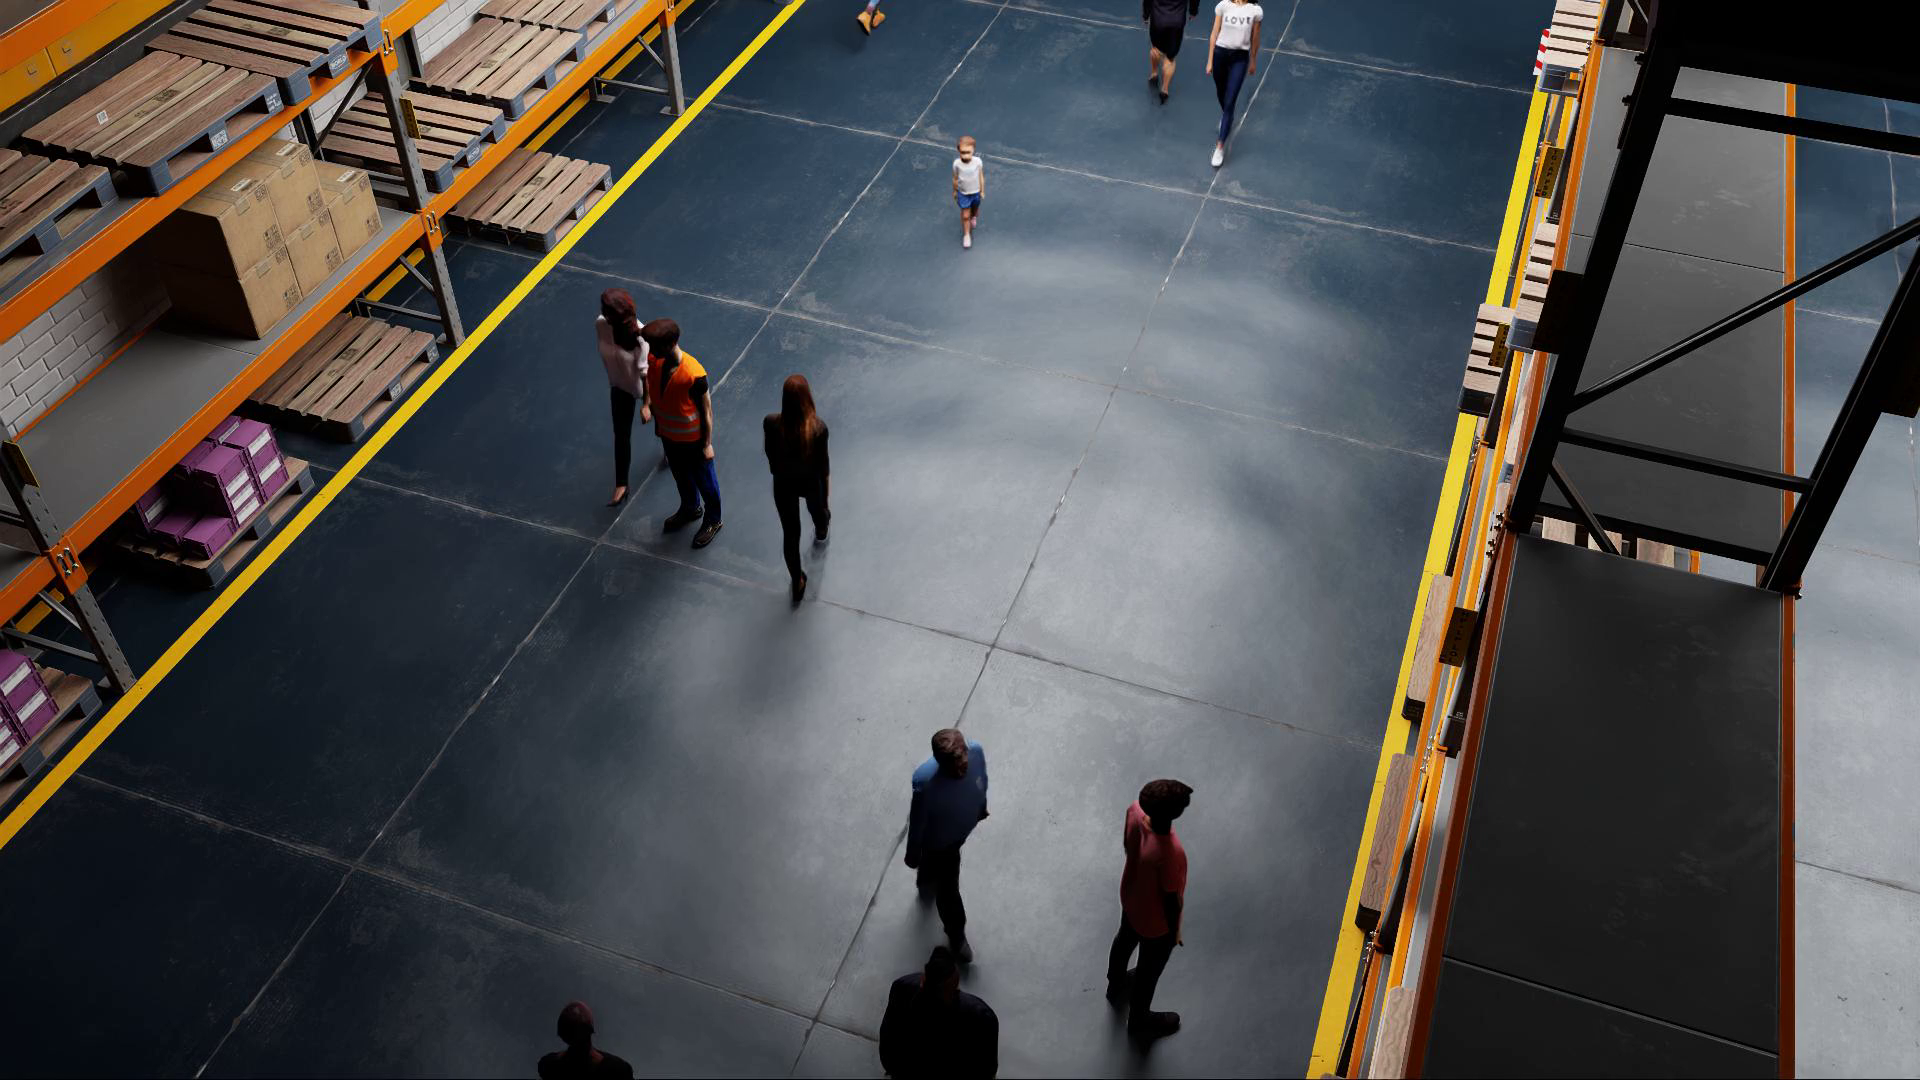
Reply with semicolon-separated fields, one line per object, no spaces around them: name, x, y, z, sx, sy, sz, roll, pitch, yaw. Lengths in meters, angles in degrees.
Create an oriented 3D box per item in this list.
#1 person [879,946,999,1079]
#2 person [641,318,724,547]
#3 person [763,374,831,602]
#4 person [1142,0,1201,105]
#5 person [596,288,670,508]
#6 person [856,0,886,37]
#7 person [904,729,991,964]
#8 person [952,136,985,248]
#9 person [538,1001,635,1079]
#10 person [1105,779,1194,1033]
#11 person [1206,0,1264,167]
person;-0.102;2.536;8.000;0.755;1.859;0.691;17;46;17
person;-1.895;-0.771;11.459;0.766;1.877;0.742;28;50;26
person;-1.098;-0.298;11.111;0.834;1.671;1.147;1;44;1
person;2.008;-4.990;16.047;0.818;1.656;0.876;3;44;3
person;-2.280;-1.130;11.945;0.614;1.726;1.114;12;45;12
person;-0.924;-5.998;17.079;0.634;1.692;0.966;17;46;17
person;-0.087;1.523;9.116;0.977;1.787;0.935;22;48;22
person;0.081;-3.074;14.504;0.555;1.009;0.692;-1;44;-1
person;-1.696;2.832;7.796;0.889;1.711;1.221;-2;44;-2
person;0.972;1.881;8.616;0.765;1.958;0.700;-17;46;-17
person;2.515;-4.465;15.441;0.630;1.732;1.140;11;45;11
